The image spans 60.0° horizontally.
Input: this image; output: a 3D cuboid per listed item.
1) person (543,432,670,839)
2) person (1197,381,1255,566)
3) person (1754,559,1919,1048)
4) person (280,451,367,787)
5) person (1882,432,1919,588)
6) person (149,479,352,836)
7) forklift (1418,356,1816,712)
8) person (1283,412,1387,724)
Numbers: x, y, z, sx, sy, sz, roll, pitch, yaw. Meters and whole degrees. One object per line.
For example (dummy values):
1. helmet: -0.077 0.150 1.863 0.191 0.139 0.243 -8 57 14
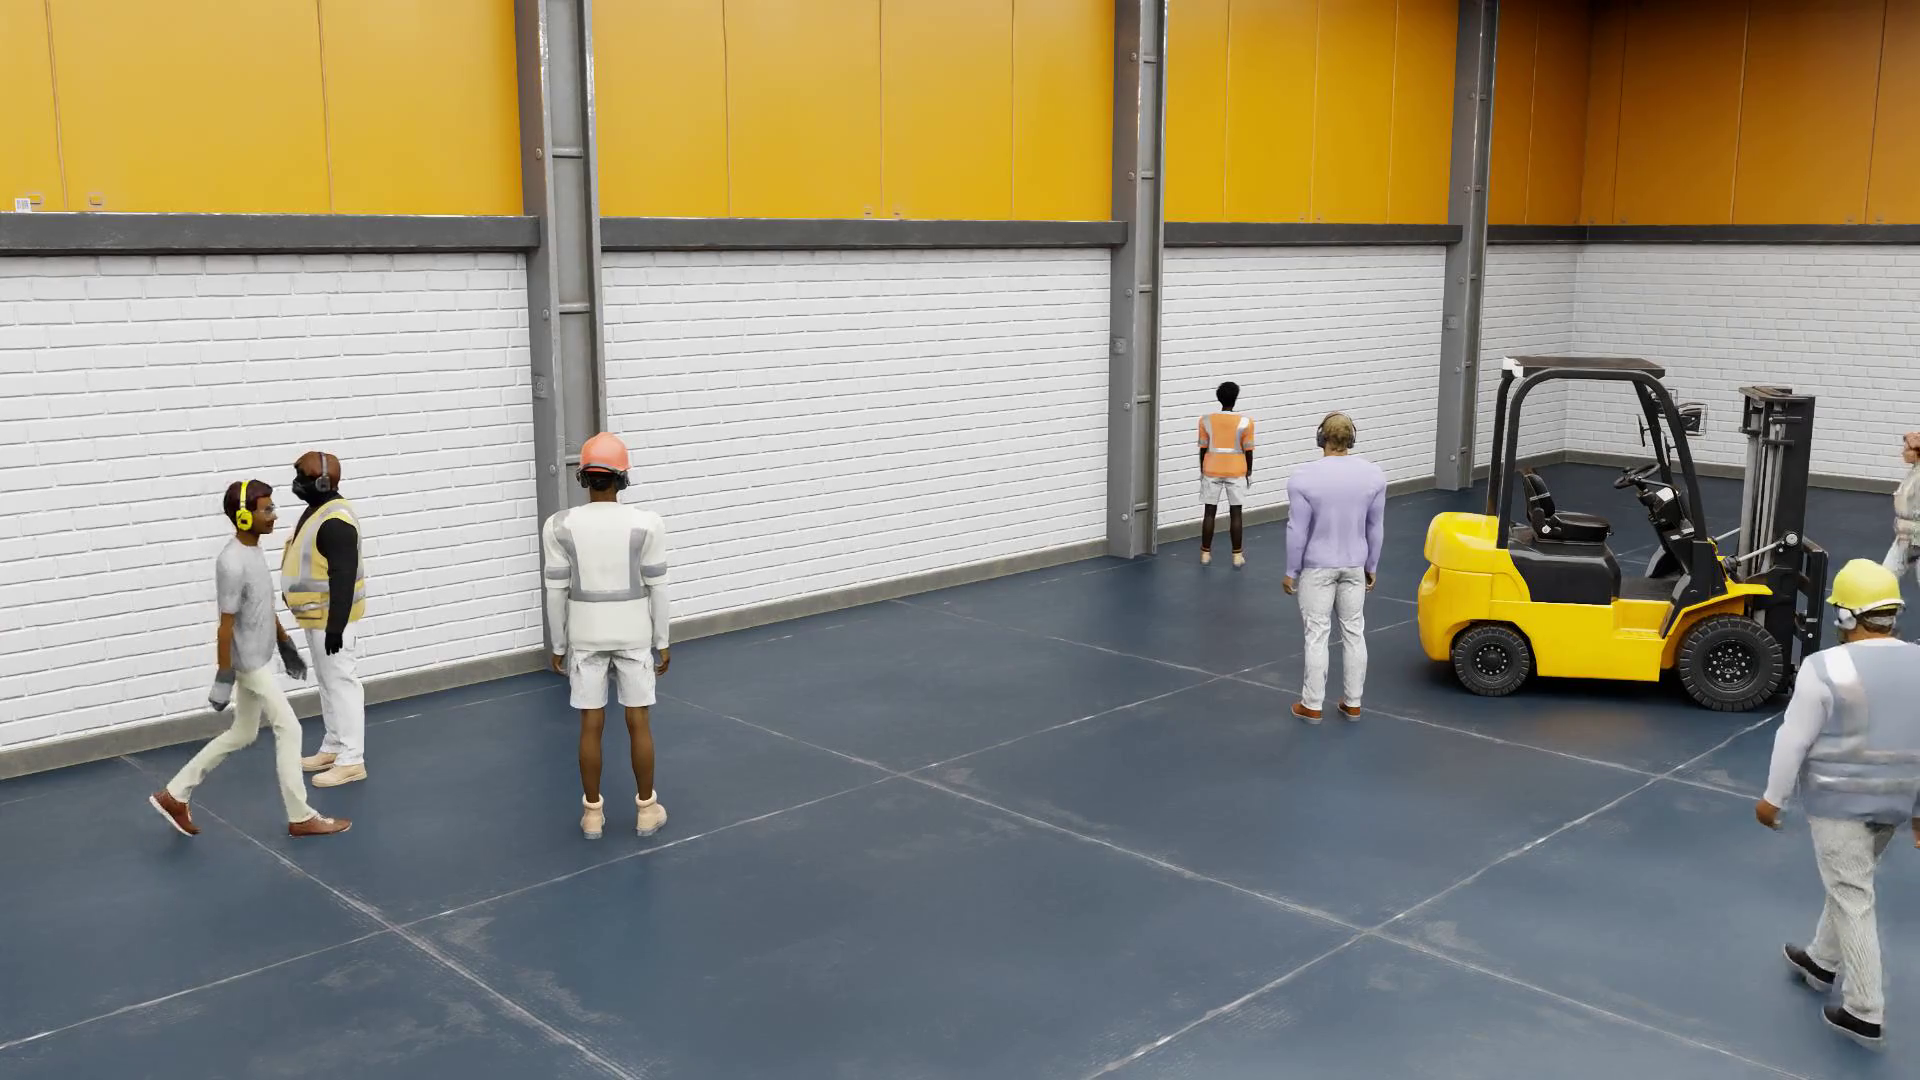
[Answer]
1. person: -1.746 0.483 8.306 0.605 2.044 0.375 -1 10 -6
2. person: 2.423 -0.602 15.187 0.530 1.691 0.321 3 11 18
3. person: 3.356 0.954 6.386 0.594 1.796 0.821 -2 11 -12
4. person: -3.499 0.425 9.168 0.429 1.847 0.625 -6 12 -31
5. person: 7.003 0.016 12.043 0.798 1.607 0.507 2 11 9
6. person: -3.575 0.603 8.228 0.879 1.842 0.509 -3 11 -17
7. forklift: 4.276 -0.101 11.076 2.313 2.155 1.214 2 11 13
8. person: 2.295 0.176 10.265 0.627 1.940 0.372 -2 11 -9
